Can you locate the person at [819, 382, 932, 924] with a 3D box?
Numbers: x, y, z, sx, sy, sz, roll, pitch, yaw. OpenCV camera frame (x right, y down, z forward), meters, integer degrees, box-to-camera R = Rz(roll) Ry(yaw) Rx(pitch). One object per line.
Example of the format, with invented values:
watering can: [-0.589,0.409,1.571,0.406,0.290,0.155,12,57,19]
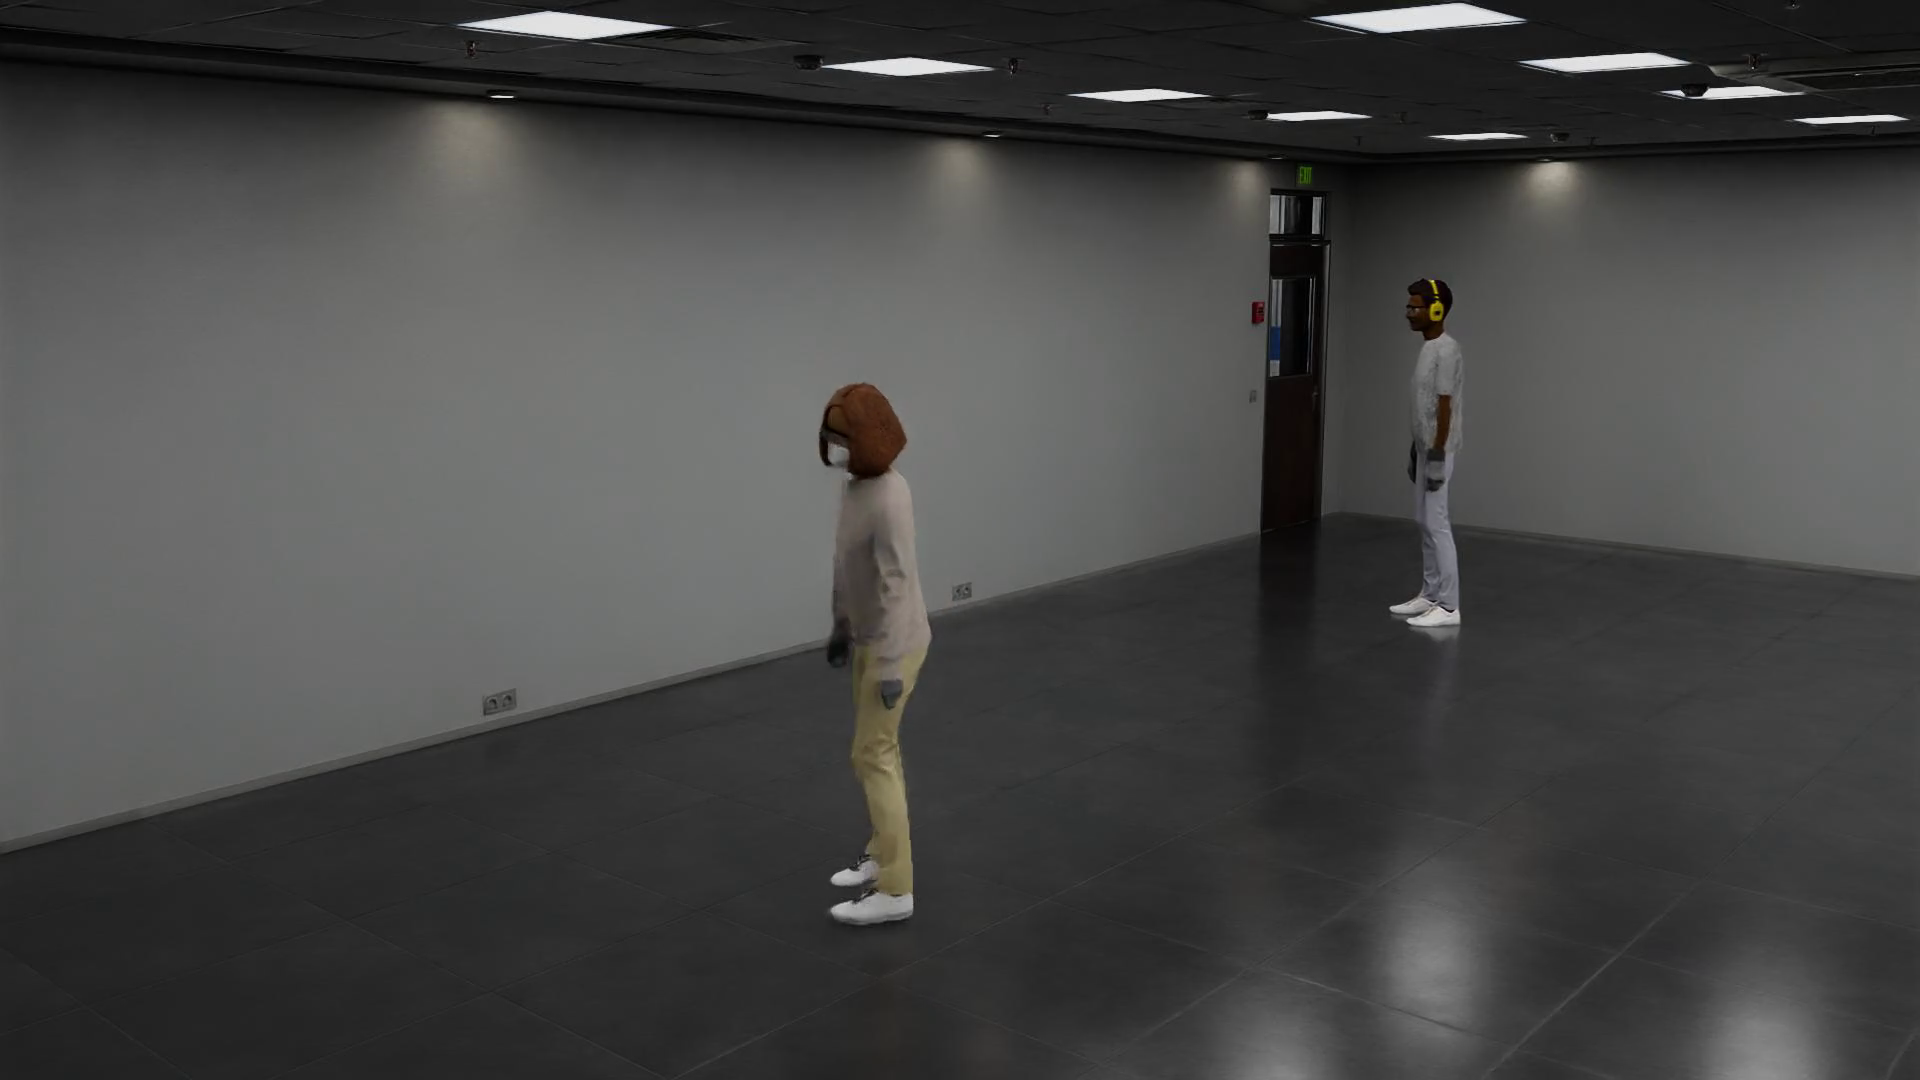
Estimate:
person: [-0.265,0.328,5.059,0.324,1.626,0.581,-3,10,-17]

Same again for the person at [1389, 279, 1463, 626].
person: [2.535,-0.466,8.945,0.327,1.862,0.520,0,10,1]
